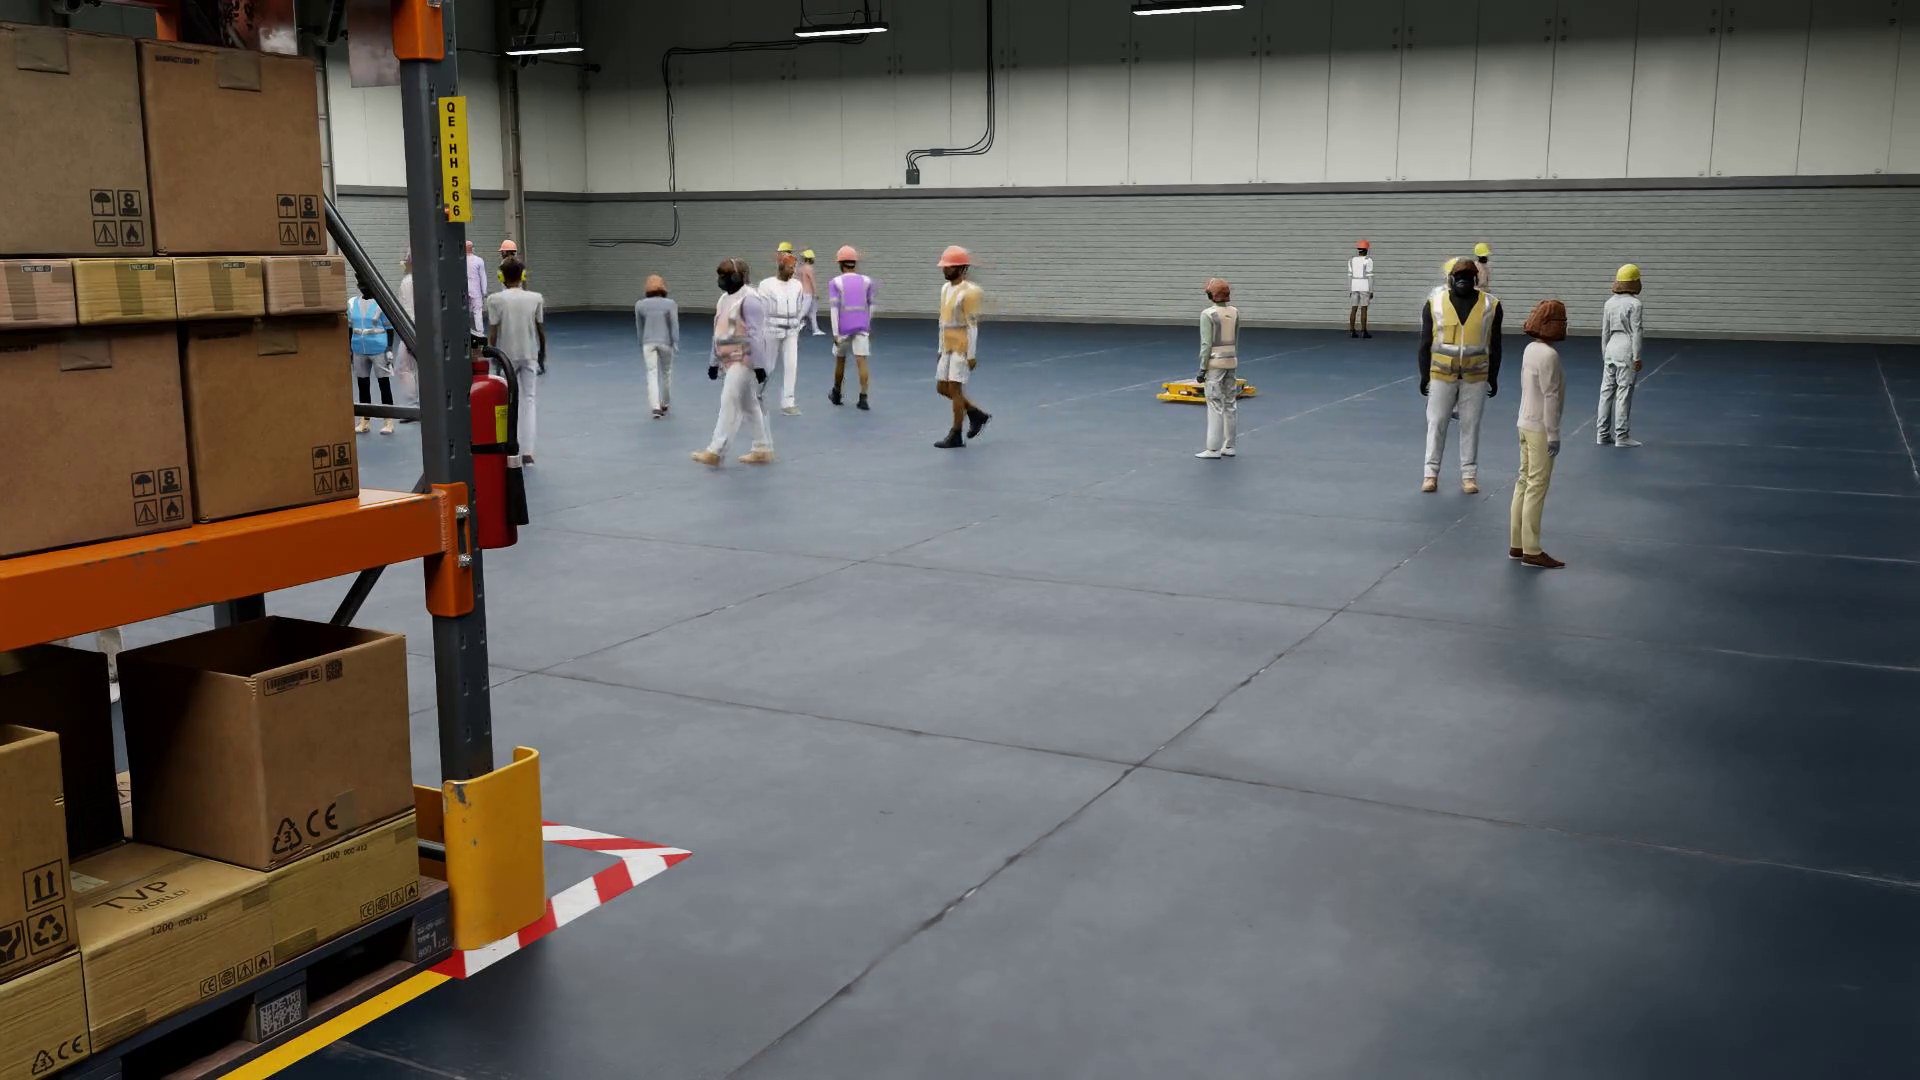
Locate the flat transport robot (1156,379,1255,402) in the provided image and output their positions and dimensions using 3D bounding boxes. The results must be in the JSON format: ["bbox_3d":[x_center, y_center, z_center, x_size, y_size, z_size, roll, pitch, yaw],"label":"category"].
[{"bbox_3d":[3.050,-1.867,20.550,0.652,0.197,1.431,7,12,34],"label":"flat transport robot"}]

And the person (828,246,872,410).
[{"bbox_3d":[-1.297,-2.496,19.586,0.560,1.879,1.014,-4,11,-19],"label":"person"}]

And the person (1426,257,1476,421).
[{"bbox_3d":[5.436,-2.238,18.446,0.581,1.790,0.922,-4,11,-19],"label":"person"}]

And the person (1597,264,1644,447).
[{"bbox_3d":[6.386,-1.772,16.012,0.285,1.746,0.491,-4,11,-21],"label":"person"}]

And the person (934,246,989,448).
[{"bbox_3d":[0.014,-1.838,15.883,0.550,1.923,0.568,-6,12,-29],"label":"person"}]

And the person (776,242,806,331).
[{"bbox_3d":[-3.605,-5.297,34.849,0.924,1.898,0.596,-7,13,-35],"label":"person"}]

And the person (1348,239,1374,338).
[{"bbox_3d":[7.907,-4.940,32.766,0.545,1.938,0.355,10,14,44],"label":"person"}]

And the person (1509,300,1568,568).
[{"bbox_3d":[3.574,-0.654,10.223,0.286,1.633,0.499,0,10,2],"label":"person"}]

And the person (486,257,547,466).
[{"bbox_3d":[-3.951,-1.596,14.850,0.506,1.825,0.932,-3,11,-17],"label":"person"}]

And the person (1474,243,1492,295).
[{"bbox_3d":[8.998,-4.185,28.822,0.651,1.888,0.423,-9,14,-41],"label":"person"}]

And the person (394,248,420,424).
[{"bbox_3d":[-5.847,-2.185,17.881,0.620,1.883,0.672,3,11,14],"label":"person"}]

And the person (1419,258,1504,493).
[{"bbox_3d":[3.932,-1.285,13.097,0.625,1.843,0.430,3,11,14],"label":"person"}]

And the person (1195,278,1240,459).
[{"bbox_3d":[2.345,-1.550,15.099,0.514,1.636,0.315,-10,14,-42],"label":"person"}]

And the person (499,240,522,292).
[{"bbox_3d":[-7.449,-3.999,27.632,0.356,1.938,0.543,-2,11,-12],"label":"person"}]

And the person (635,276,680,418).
[{"bbox_3d":[-3.388,-2.170,18.666,0.495,1.567,0.883,-1,10,-5],"label":"person"}]

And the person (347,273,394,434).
[{"bbox_3d":[-6.007,-1.920,16.955,0.533,1.697,0.318,1,10,8],"label":"person"}]

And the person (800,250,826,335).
[{"bbox_3d":[-3.114,-4.971,33.495,0.838,1.732,0.524,-4,11,-22],"label":"person"}]

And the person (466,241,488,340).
[{"bbox_3d":[-9.426,-4.796,32.047,0.651,1.912,0.410,0,10,0],"label":"person"}]

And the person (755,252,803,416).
[{"bbox_3d":[-2.083,-2.350,18.914,0.581,1.847,0.919,-7,13,-34],"label":"person"}]

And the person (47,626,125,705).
[{"bbox_3d":[-3.836,-0.090,7.136,0.512,1.638,0.312,0,10,2],"label":"person"}]

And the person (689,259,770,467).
[{"bbox_3d":[-2.058,-1.542,14.581,0.896,1.802,0.662,-6,12,-29],"label":"person"}]
